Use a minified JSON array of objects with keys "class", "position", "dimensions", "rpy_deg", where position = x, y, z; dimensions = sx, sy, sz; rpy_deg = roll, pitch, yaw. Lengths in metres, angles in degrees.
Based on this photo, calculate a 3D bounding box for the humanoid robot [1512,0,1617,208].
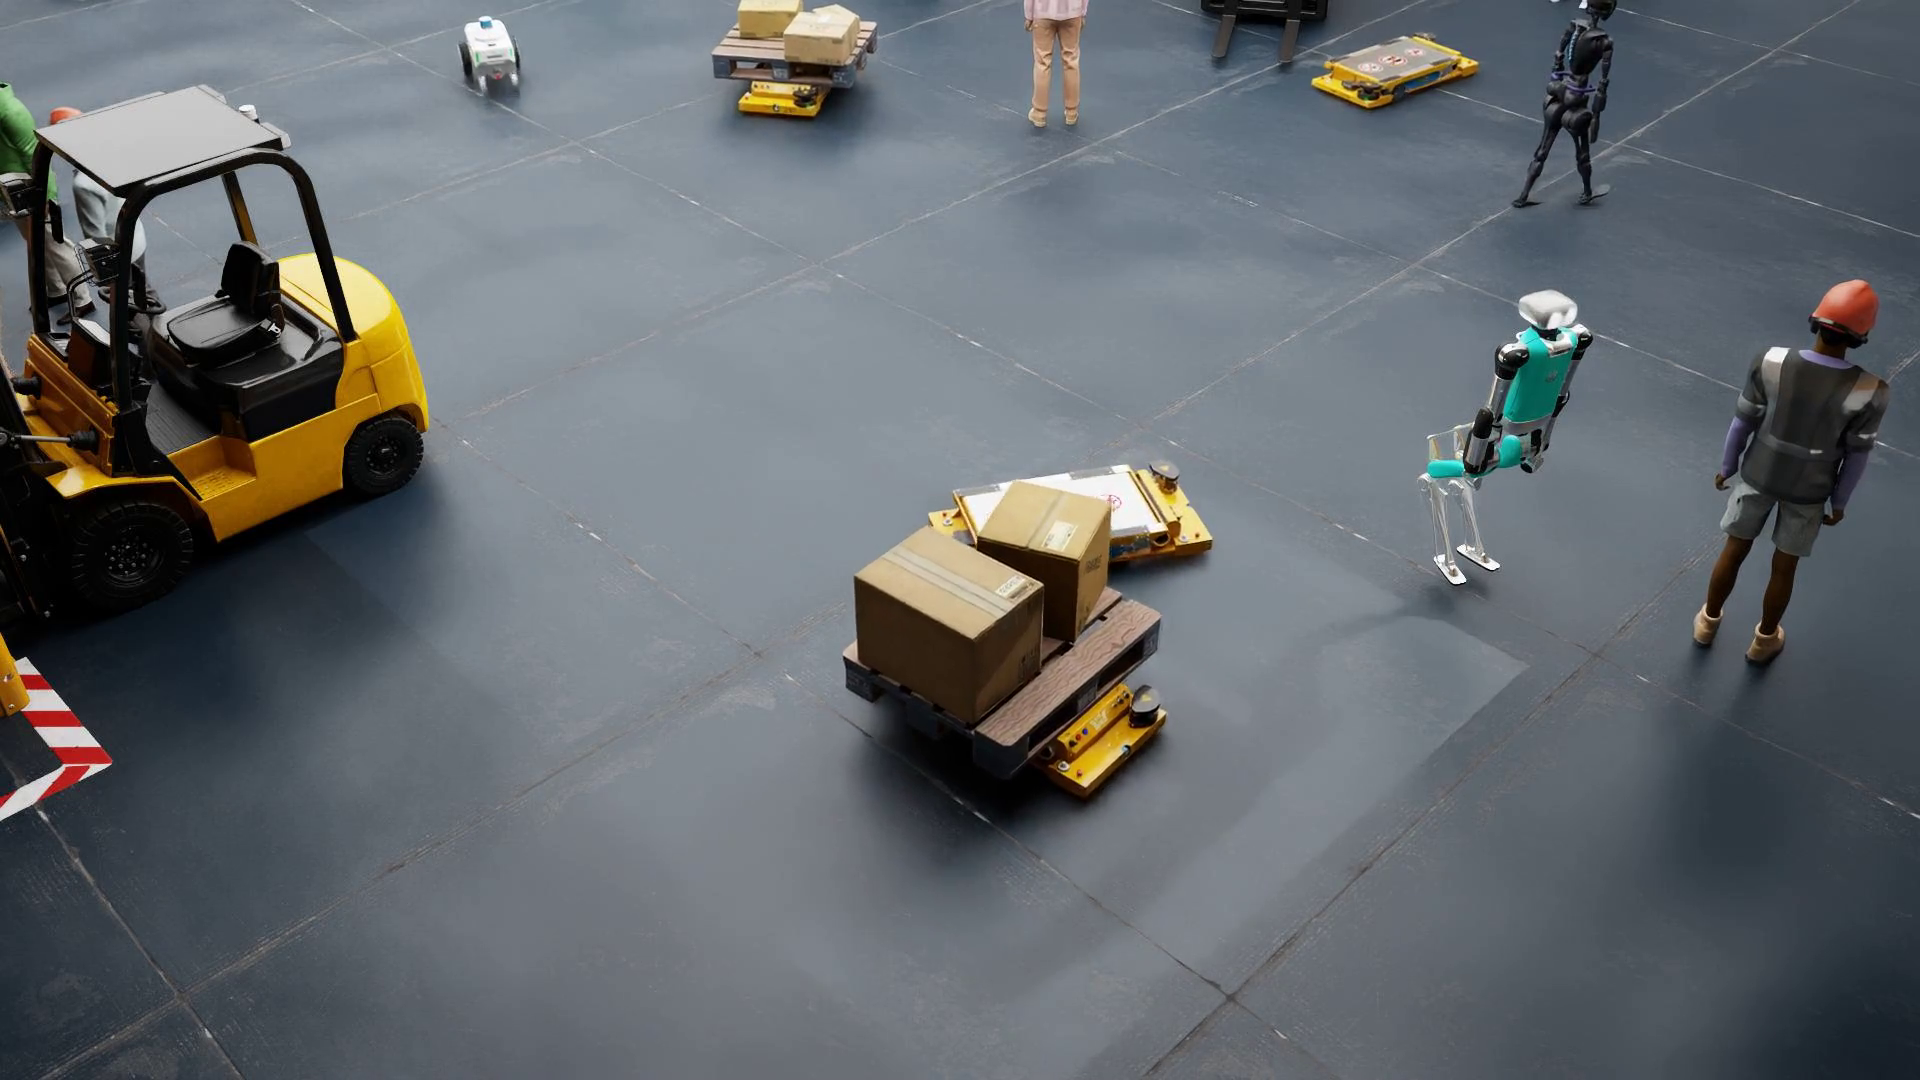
[{"class":"humanoid robot","position":[4.526,-3.223,12.155],"dimensions":[0.717,1.633,0.607],"rpy_deg":[-13,39,-17]}]

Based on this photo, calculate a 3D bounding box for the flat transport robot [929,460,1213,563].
[{"class":"flat transport robot","position":[0.598,-0.086,9.112],"dimensions":[1.431,0.231,0.659],"rpy_deg":[-9,38,-12]}]

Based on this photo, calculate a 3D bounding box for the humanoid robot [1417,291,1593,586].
[{"class":"humanoid robot","position":[2.660,-0.574,8.430],"dimensions":[0.533,1.673,0.735],"rpy_deg":[-17,40,-21]}]

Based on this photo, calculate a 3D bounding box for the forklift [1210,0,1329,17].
[{"class":"forklift","position":[3.106,-6.400,15.960],"dimensions":[1.214,2.155,2.313],"rpy_deg":[8,37,10]}]

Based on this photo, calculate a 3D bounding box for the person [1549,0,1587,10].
[{"class":"person","position":[5.985,-5.883,15.723],"dimensions":[0.513,1.642,0.306],"rpy_deg":[29,46,33]}]

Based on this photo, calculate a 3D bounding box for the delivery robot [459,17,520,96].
[{"class":"delivery robot","position":[-4.071,-4.239,14.422],"dimensions":[0.499,0.582,0.762],"rpy_deg":[-12,39,-16]}]

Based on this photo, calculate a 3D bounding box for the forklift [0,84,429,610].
[{"class":"forklift","position":[-4.145,-1.093,8.856],"dimensions":[2.313,2.155,1.214],"rpy_deg":[-31,47,-34]}]

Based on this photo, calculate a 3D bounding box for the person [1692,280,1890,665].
[{"class":"person","position":[3.938,-0.304,7.924],"dimensions":[0.607,2.044,0.389],"rpy_deg":[24,43,29]}]

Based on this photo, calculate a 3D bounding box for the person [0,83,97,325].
[{"class":"person","position":[-6.055,-2.257,10.754],"dimensions":[0.551,1.782,0.384],"rpy_deg":[24,43,28]}]

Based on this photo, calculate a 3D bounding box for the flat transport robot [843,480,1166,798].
[{"class":"flat transport robot","position":[0.223,0.695,8.066],"dimensions":[1.431,0.231,0.659],"rpy_deg":[27,44,31]}]

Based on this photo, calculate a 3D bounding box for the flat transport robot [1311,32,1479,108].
[{"class":"flat transport robot","position":[3.800,-4.091,14.472],"dimensions":[1.431,0.231,0.659],"rpy_deg":[-25,43,-29]}]

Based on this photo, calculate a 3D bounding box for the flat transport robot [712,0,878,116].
[{"class":"flat transport robot","position":[-1.403,-4.040,14.405],"dimensions":[0.659,0.231,1.431],"rpy_deg":[7,37,9]}]

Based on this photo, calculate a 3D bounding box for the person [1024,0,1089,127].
[{"class":"person","position":[0.773,-4.194,13.347],"dimensions":[0.522,1.781,0.406],"rpy_deg":[-4,37,-5]}]

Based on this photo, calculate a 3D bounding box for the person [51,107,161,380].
[{"class":"person","position":[-5.183,-1.809,10.188],"dimensions":[0.345,1.740,0.572],"rpy_deg":[-3,37,-4]}]
